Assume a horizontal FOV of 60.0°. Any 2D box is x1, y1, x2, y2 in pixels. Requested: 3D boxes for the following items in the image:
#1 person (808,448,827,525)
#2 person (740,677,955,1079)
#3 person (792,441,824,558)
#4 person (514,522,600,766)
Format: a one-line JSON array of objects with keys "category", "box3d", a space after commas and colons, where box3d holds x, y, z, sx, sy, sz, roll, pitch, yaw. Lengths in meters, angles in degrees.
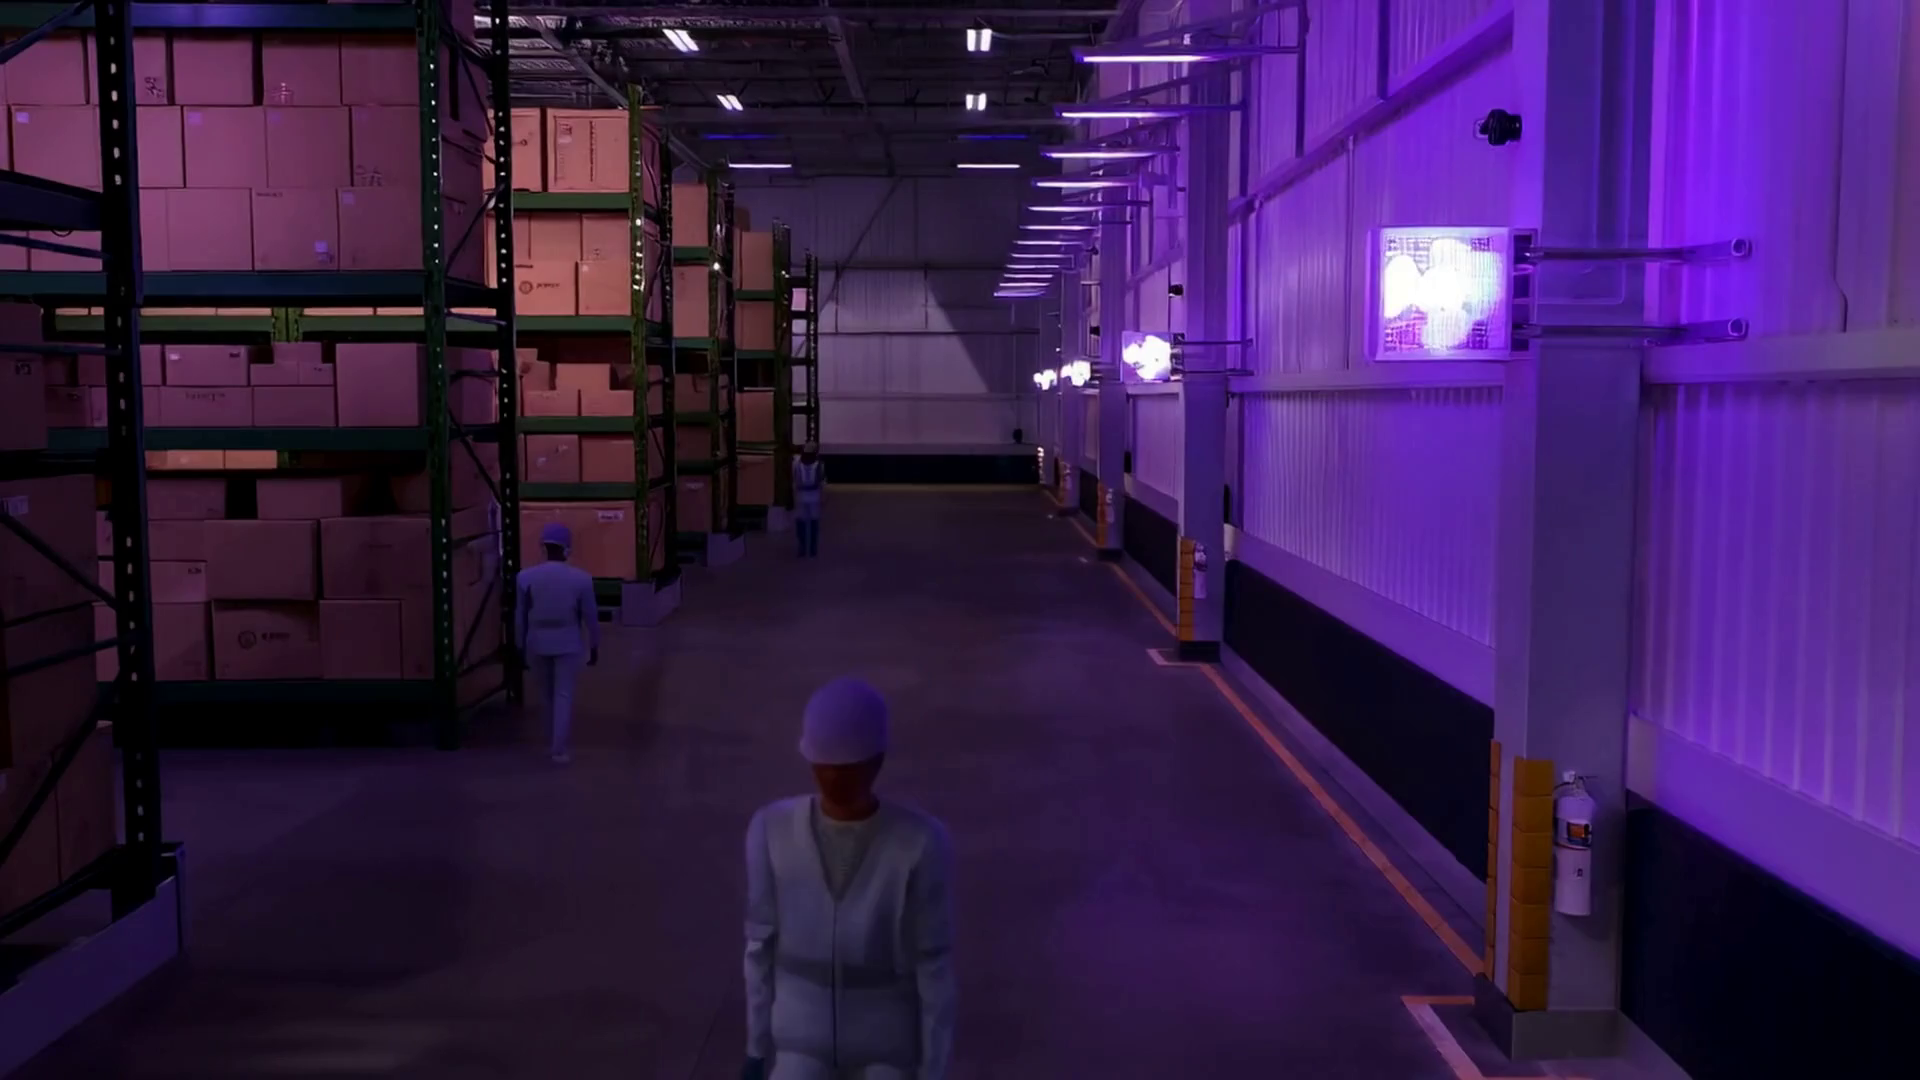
[{"category": "person", "box3d": [-2.971, -1.072, 33.769, 0.528, 1.605, 0.762, 0, 5, -1]}, {"category": "person", "box3d": [-0.299, 1.300, 4.277, 0.578, 1.922, 0.404, 1, 5, 7]}, {"category": "person", "box3d": [-2.472, -0.642, 26.967, 0.556, 1.912, 0.655, 1, 5, 7]}, {"category": "person", "box3d": [-2.895, 0.731, 12.051, 0.585, 1.718, 0.750, 0, 5, 0]}]
